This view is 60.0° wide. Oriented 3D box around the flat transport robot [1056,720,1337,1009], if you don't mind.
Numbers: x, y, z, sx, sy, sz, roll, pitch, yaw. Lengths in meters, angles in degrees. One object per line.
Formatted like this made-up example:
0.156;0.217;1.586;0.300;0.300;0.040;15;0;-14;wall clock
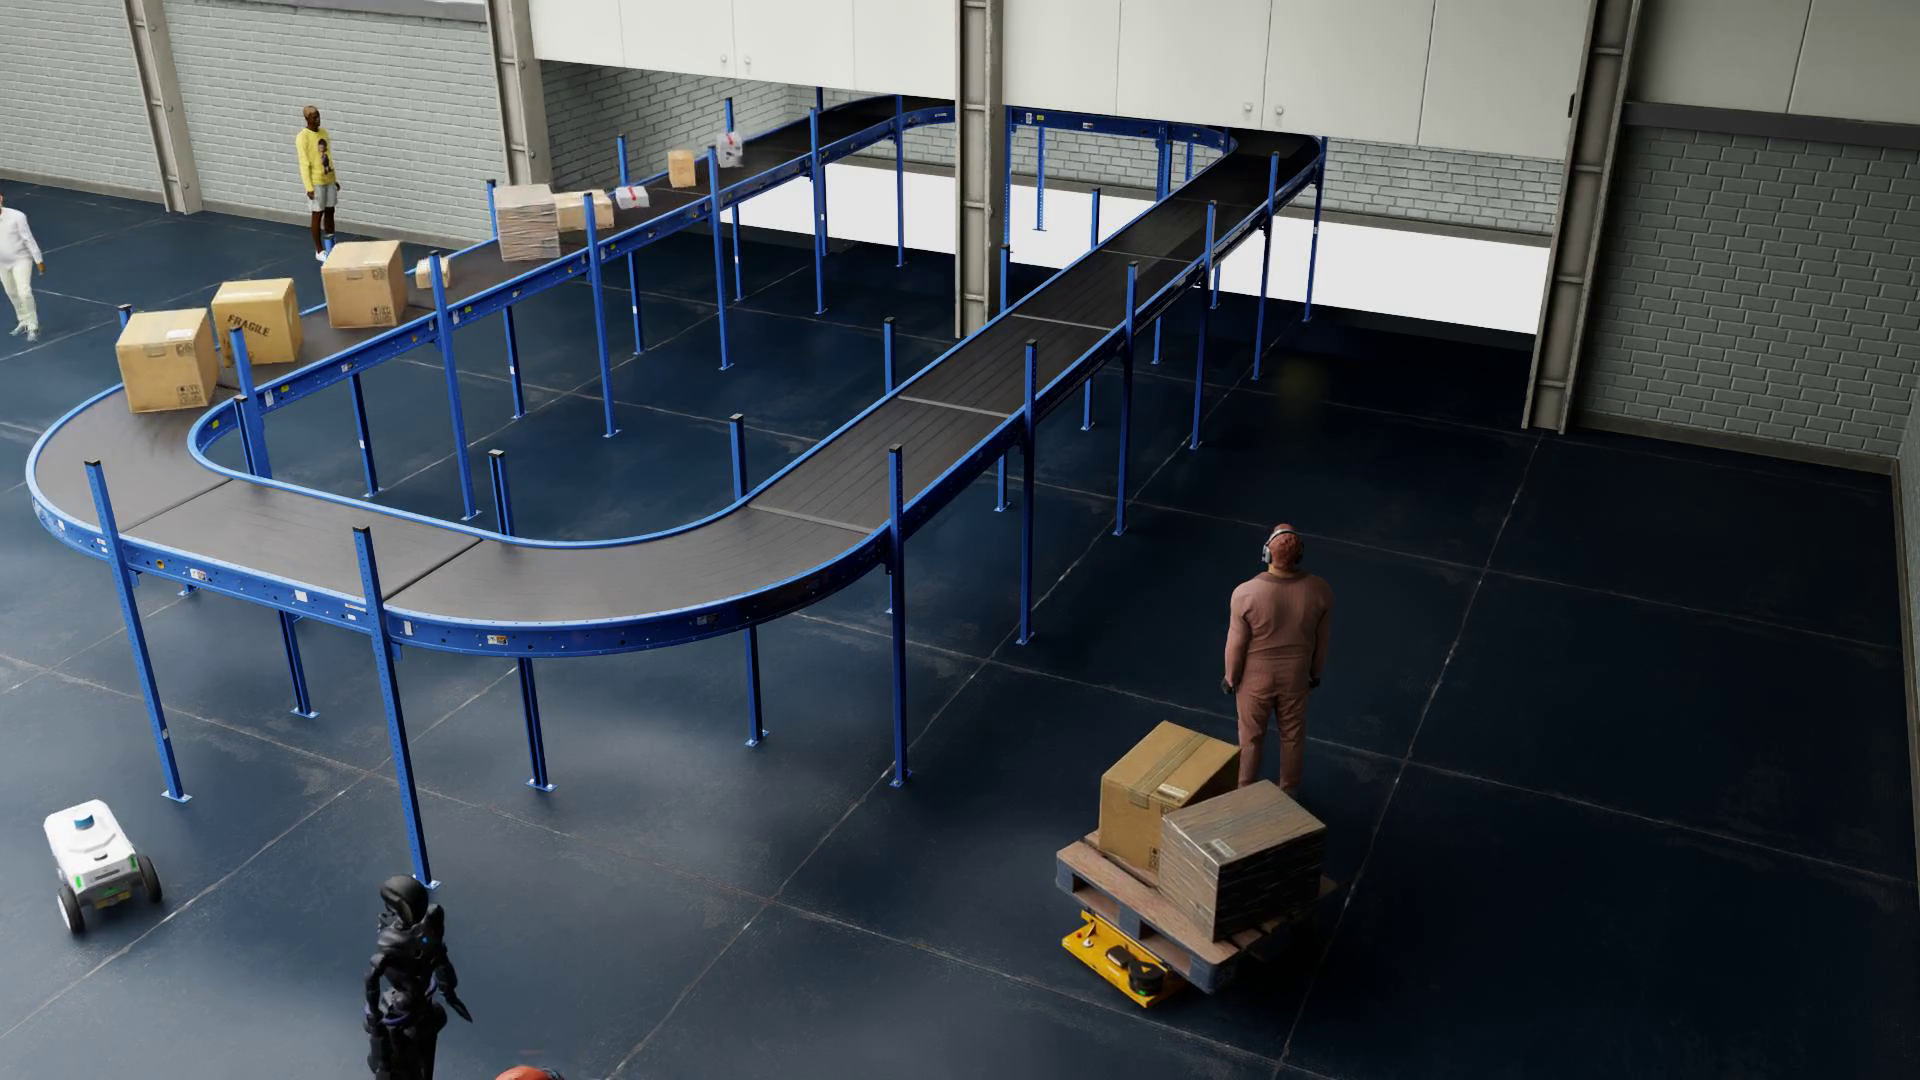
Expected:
1.305;2.072;9.301;1.431;0.231;0.659;-20;33;-35;flat transport robot

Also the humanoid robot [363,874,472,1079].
-2.497;2.185;7.503;0.422;1.640;0.601;8;28;16;humanoid robot

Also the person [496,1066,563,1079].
-1.448;2.661;6.196;0.608;1.980;0.995;11;28;21;person

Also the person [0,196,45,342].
-10.203;-2.965;17.836;0.665;1.696;0.661;0;26;-1;person

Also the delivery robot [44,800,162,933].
-4.915;1.831;9.487;0.523;0.614;0.786;-20;33;-34;delivery robot

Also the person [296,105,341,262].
-7.887;-4.401;20.512;0.370;1.898;0.547;9;28;18;person

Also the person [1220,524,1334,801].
1.889;0.784;10.055;0.638;1.910;0.410;-3;27;-7;person
